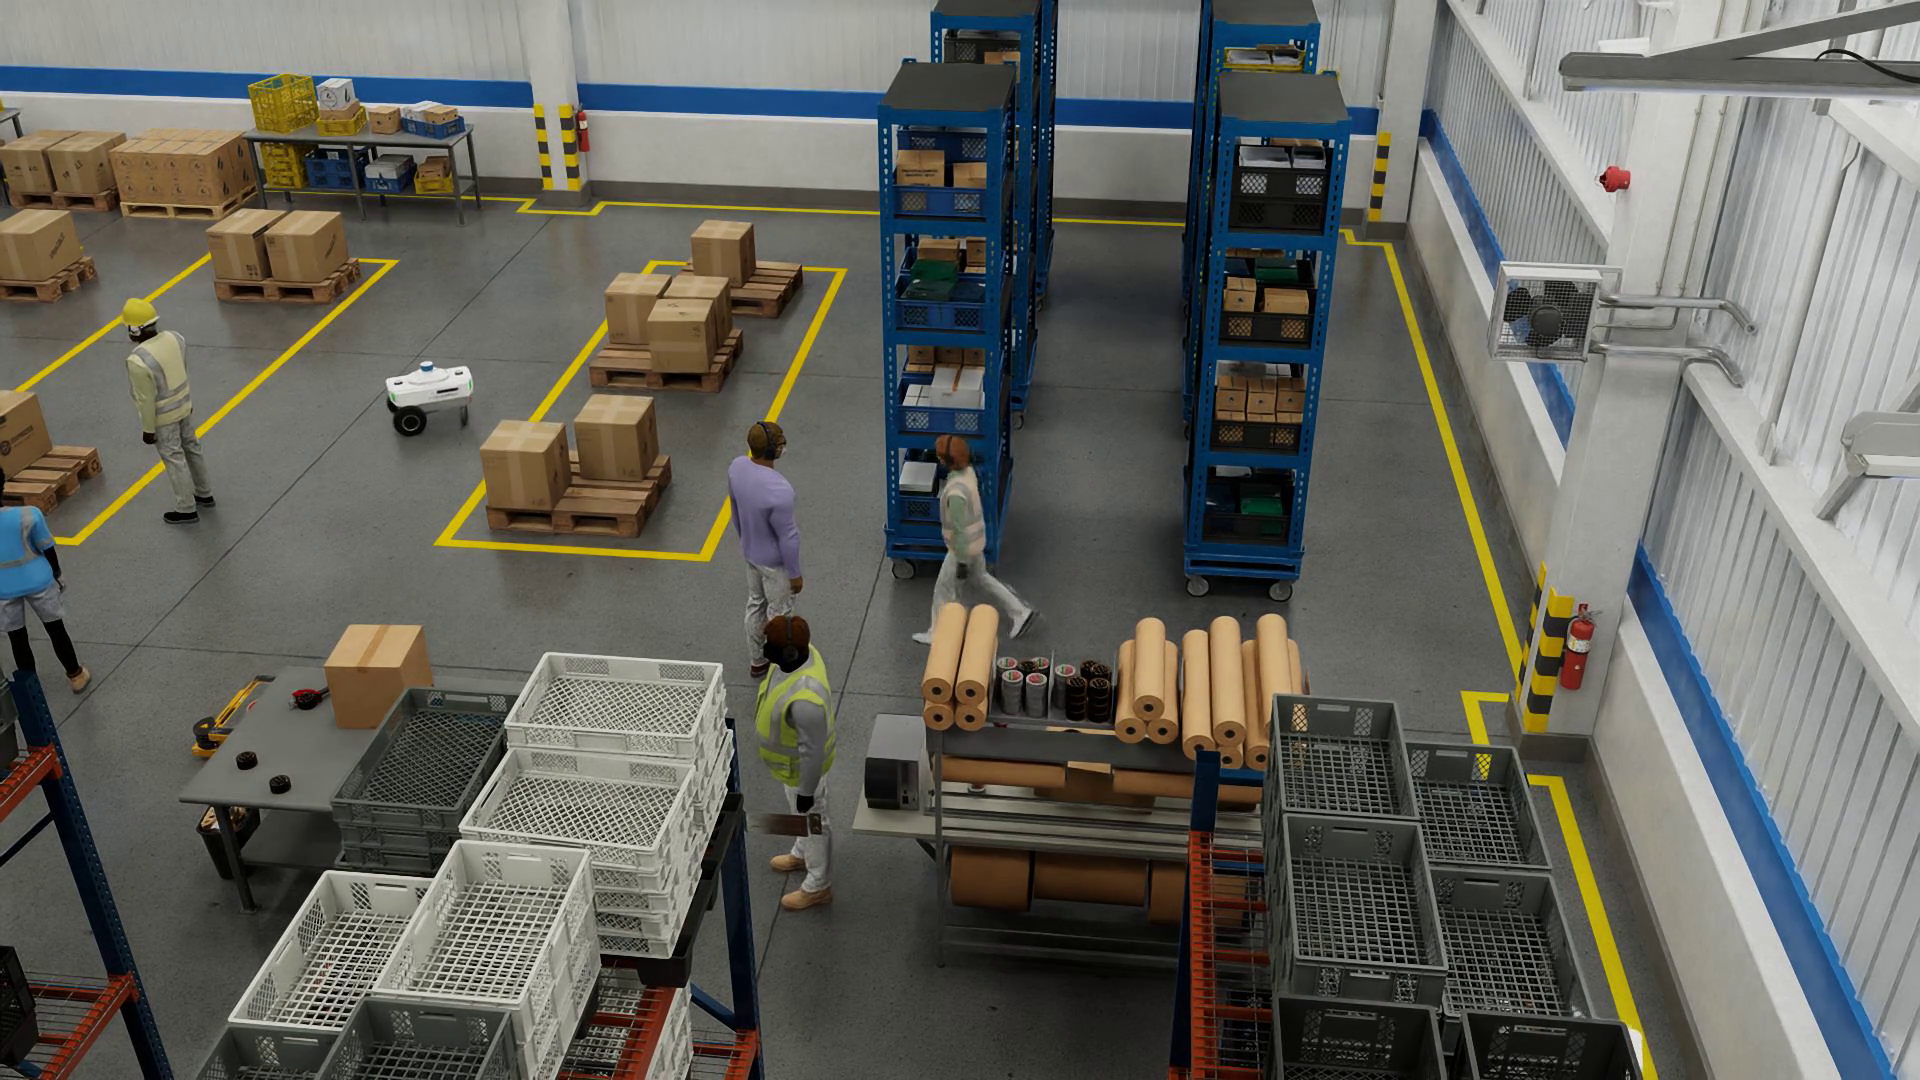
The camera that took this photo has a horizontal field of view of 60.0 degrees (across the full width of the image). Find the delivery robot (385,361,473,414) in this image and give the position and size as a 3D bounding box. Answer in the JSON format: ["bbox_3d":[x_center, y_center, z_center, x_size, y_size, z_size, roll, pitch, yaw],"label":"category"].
[{"bbox_3d":[-4.632,-1.326,14.554,0.707,0.478,0.477,-13,33,-21],"label":"delivery robot"}]

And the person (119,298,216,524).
[{"bbox_3d":[-6.130,-0.999,12.820,0.404,1.833,0.588,5,31,8],"label":"person"}]

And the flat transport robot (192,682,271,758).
[{"bbox_3d":[-4.089,1.163,10.648,1.431,0.197,0.652,3,30,6],"label":"flat transport robot"}]

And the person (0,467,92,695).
[{"bbox_3d":[-6.070,0.287,10.744,0.539,1.695,0.319,-14,33,-22],"label":"person"}]

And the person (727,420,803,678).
[{"bbox_3d":[-1.230,0.104,10.821,0.360,1.938,0.635,-23,37,-34],"label":"person"}]

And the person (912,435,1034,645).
[{"bbox_3d":[0.095,0.021,11.296,0.777,1.601,0.553,4,30,7],"label":"person"}]

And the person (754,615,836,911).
[{"bbox_3d":[-0.887,1.194,9.044,0.430,1.845,0.622,-6,31,-10],"label":"person"}]

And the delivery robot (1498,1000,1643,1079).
[{"bbox_3d":[2.915,2.464,8.044,0.707,0.478,0.477,10,32,16],"label":"delivery robot"}]
